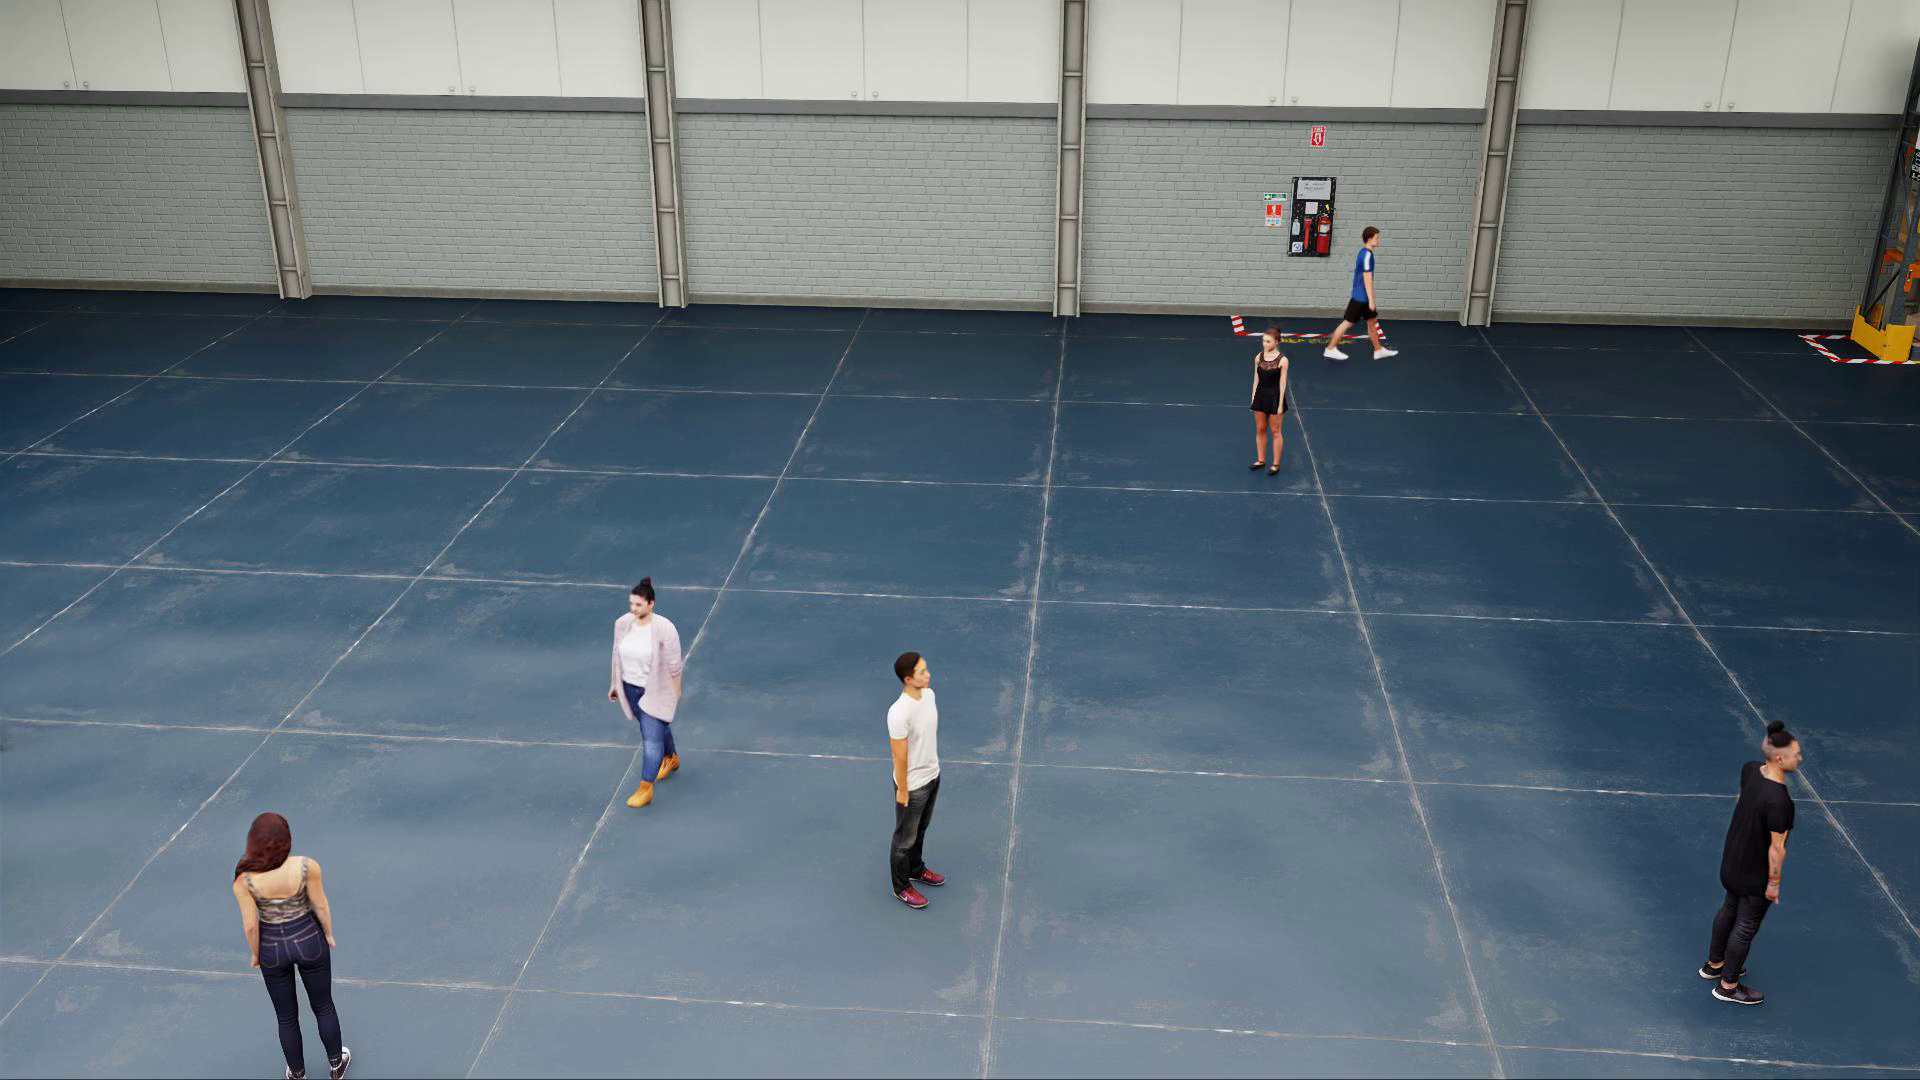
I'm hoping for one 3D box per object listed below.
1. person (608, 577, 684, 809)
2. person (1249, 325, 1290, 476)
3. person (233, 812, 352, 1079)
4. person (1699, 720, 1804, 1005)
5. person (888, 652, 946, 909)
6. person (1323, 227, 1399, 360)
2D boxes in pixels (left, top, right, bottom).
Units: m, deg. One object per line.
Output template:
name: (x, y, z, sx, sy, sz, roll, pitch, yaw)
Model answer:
person: (-2.246, 1.053, 12.331, 1.051, 1.709, 1.001, 14, 27, 29)
person: (3.458, -1.569, 18.535, 0.670, 1.680, 0.751, 19, 30, 38)
person: (-3.736, 2.303, 9.318, 0.631, 1.768, 0.751, -10, 25, -22)
person: (4.816, 1.926, 10.079, 0.582, 1.867, 0.693, 1, 23, 2)
person: (-0.307, 1.556, 11.028, 0.654, 1.804, 0.707, 10, 25, 23)
person: (5.314, -3.279, 22.377, 1.260, 1.820, 0.794, 5, 24, 12)
